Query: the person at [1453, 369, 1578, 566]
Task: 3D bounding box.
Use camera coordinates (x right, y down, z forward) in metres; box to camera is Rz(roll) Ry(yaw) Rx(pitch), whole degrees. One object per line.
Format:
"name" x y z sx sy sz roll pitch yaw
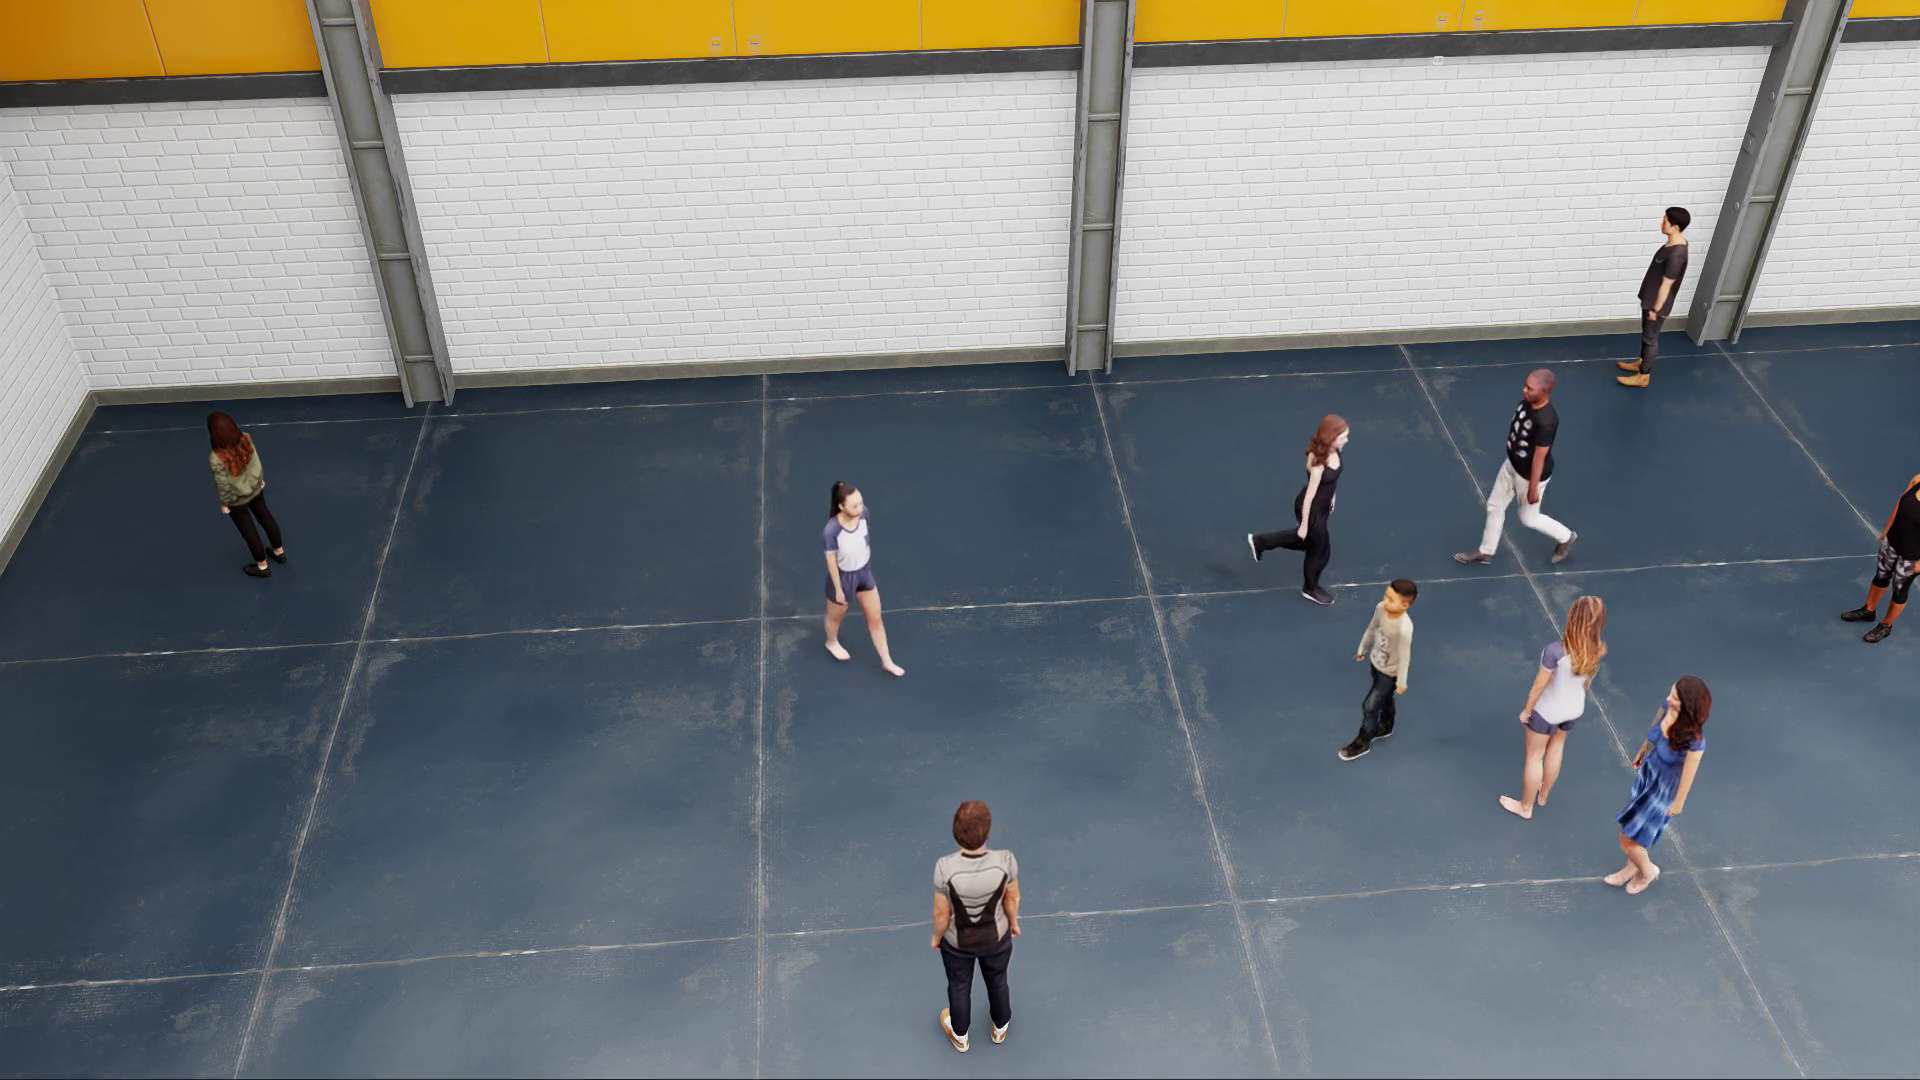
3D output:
"person" 4.392 -0.518 12.665 1.139 1.775 0.696 -4 39 -4

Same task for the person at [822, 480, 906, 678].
"person" -0.856 0.247 11.831 0.975 1.620 0.993 -30 47 -32

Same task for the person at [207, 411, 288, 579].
"person" -5.477 -0.365 12.714 0.663 1.475 0.657 16 41 19

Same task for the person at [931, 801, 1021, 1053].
"person" 0.087 2.158 9.218 0.499 1.894 0.730 -6 39 -8

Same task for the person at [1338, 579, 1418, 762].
"person" 2.948 0.840 11.223 0.759 1.451 0.660 -10 40 -13

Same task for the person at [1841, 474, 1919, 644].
"person" 6.903 0.020 12.072 0.541 1.673 0.600 -8 39 -10

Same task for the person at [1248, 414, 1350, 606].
"person" 2.560 -0.267 12.394 1.098 1.721 0.974 18 42 21

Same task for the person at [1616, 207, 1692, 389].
"person" 6.217 -2.164 14.776 0.666 1.711 0.683 12 40 14

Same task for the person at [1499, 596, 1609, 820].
"person" 3.843 1.096 10.694 0.571 1.711 0.735 -17 42 -20

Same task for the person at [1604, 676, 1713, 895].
"person" 4.308 1.525 10.092 0.681 1.793 0.659 -1 39 -2
